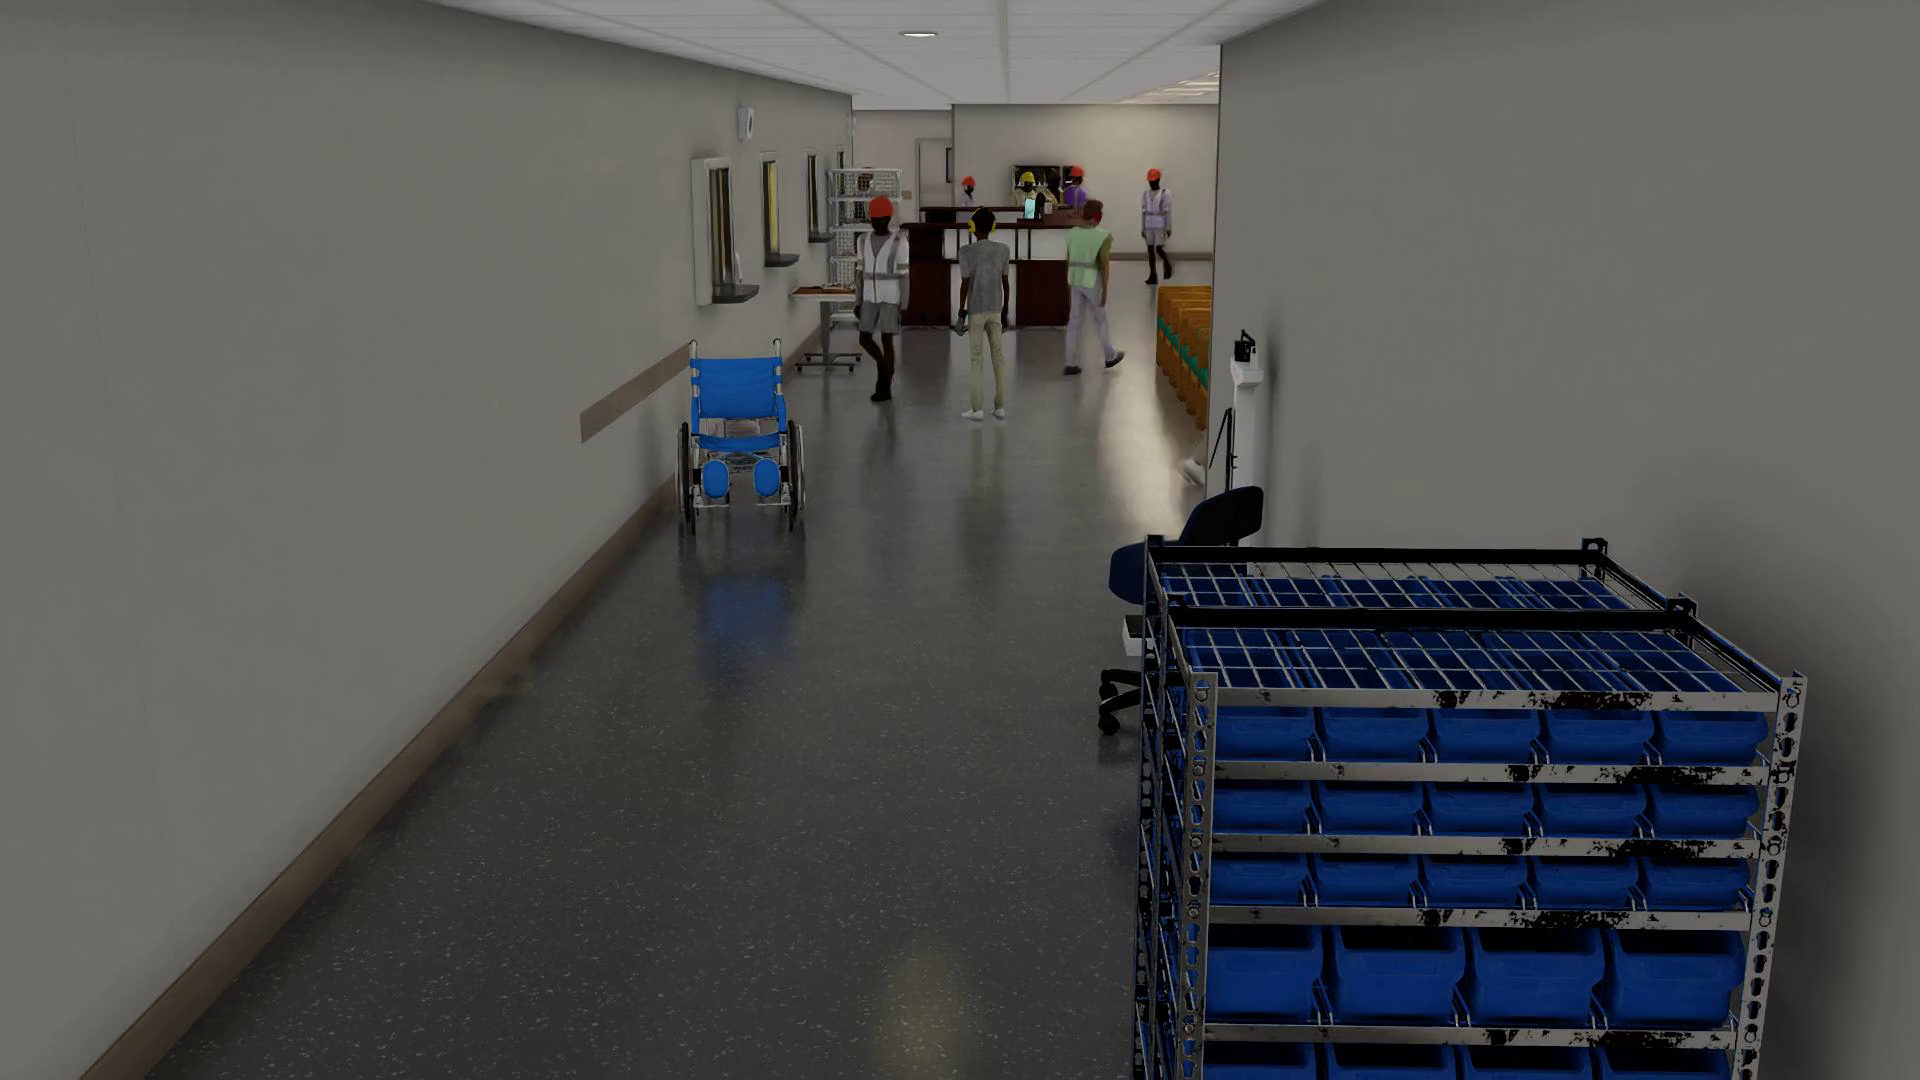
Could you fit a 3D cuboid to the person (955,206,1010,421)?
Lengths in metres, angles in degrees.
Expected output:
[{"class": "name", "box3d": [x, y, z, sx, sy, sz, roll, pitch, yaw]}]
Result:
[{"class": "person", "box3d": [0.202, -1.984, 14.630, 0.518, 1.874, 0.330, -6, 15, -23]}]

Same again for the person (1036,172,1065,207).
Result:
[{"class": "person", "box3d": [1.558, -5.262, 28.028, 0.622, 1.835, 0.431, -12, 18, -40]}]

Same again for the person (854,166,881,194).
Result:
[{"class": "person", "box3d": [-1.788, -6.180, 31.700, 0.576, 1.857, 0.797, 4, 14, 17]}]

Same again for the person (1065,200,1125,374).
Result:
[{"class": "person", "box3d": [1.395, -2.672, 17.556, 0.590, 1.793, 0.965, 10, 17, 35]}]

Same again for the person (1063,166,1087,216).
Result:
[{"class": "person", "box3d": [1.967, -5.307, 28.011, 0.404, 1.930, 0.556, -11, 17, -37]}]

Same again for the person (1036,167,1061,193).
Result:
[{"class": "person", "box3d": [1.600, -5.737, 29.860, 0.514, 1.872, 0.332, 7, 15, 25]}]

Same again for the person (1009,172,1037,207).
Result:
[{"class": "person", "box3d": [1.127, -5.423, 28.694, 0.591, 1.826, 0.404, -8, 16, -31]}]

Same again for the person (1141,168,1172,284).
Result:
[{"class": "person", "box3d": [3.266, -5.207, 27.620, 0.581, 1.912, 0.565, 10, 17, 36]}]

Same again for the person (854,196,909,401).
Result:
[{"class": "person", "box3d": [-0.736, -2.275, 15.703, 0.575, 1.923, 0.472, 6, 15, 24]}]
